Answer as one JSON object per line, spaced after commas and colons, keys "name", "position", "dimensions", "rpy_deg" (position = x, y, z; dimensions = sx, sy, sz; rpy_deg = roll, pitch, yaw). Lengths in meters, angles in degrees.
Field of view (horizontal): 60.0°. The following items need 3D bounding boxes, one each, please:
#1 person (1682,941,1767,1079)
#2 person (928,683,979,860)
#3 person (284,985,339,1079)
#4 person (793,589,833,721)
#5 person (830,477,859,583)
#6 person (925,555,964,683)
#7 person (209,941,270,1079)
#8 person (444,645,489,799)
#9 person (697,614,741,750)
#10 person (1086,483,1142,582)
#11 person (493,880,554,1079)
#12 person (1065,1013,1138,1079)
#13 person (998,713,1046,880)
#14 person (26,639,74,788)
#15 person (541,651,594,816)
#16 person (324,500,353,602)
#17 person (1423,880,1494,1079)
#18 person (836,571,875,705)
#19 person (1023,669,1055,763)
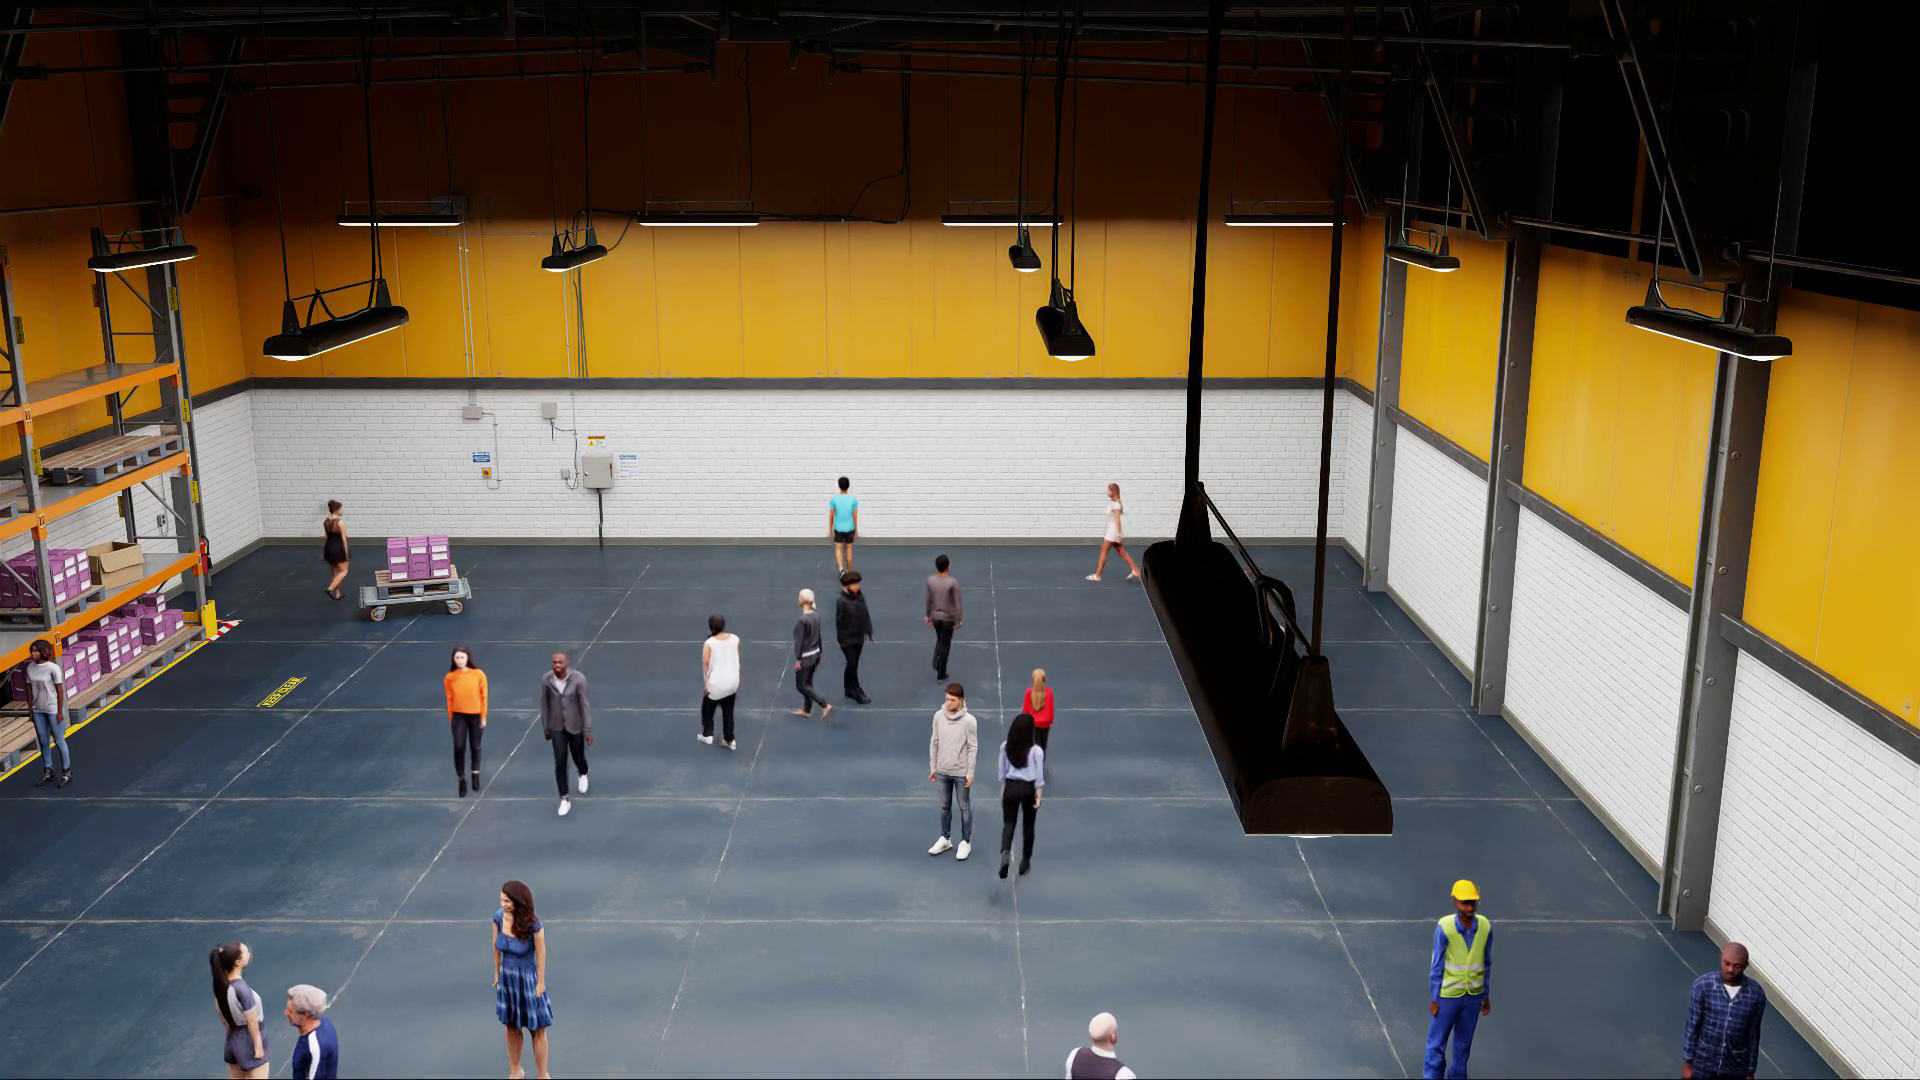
{"name": "person", "position": [5.351, 3.657, 11.748], "dimensions": [0.707, 1.819, 0.668], "rpy_deg": [3, 14, 12]}
{"name": "person", "position": [-0.047, 2.348, 17.082], "dimensions": [0.750, 1.852, 0.729], "rpy_deg": [6, 15, 25]}
{"name": "person", "position": [-4.263, 3.806, 11.097], "dimensions": [0.798, 1.835, 0.681], "rpy_deg": [-6, 15, -23]}
{"name": "person", "position": [-1.864, 1.472, 21.002], "dimensions": [0.905, 1.710, 0.923], "rpy_deg": [7, 15, 28]}
{"name": "person", "position": [-1.924, -0.155, 27.608], "dimensions": [0.693, 1.763, 0.975], "rpy_deg": [-2, 14, -7]}
{"name": "person", "position": [-0.269, 1.085, 22.501], "dimensions": [0.770, 1.756, 0.793], "rpy_deg": [4, 14, 18]}
{"name": "person", "position": [-5.196, 3.670, 12.052], "dimensions": [0.675, 1.650, 0.701], "rpy_deg": [9, 17, 34]}
{"name": "person", "position": [-5.554, 1.991, 18.810], "dimensions": [0.710, 1.732, 0.796], "rpy_deg": [-3, 14, -14]}
{"name": "person", "position": [-2.865, 1.725, 20.045], "dimensions": [0.882, 1.668, 0.956], "rpy_deg": [-10, 17, -36]}
{"name": "person", "position": [2.654, -0.099, 27.614], "dimensions": [0.635, 1.651, 1.083], "rpy_deg": [0, 14, -1]}
{"name": "person", "position": [-3.352, 3.437, 12.682], "dimensions": [0.749, 1.805, 0.724], "rpy_deg": [6, 15, 23]}
{"name": "person", "position": [0.906, 3.903, 10.733], "dimensions": [0.768, 1.817, 0.815], "rpy_deg": [12, 18, 41]}
{"name": "person", "position": [0.568, 2.570, 16.437], "dimensions": [0.799, 1.725, 1.007], "rpy_deg": [4, 14, 16]}
{"name": "person", "position": [-10.401, 1.961, 18.963], "dimensions": [0.610, 1.720, 0.566], "rpy_deg": [2, 14, 8]}
{"name": "person", "position": [-4.312, 2.068, 18.388], "dimensions": [0.764, 1.781, 1.130], "rpy_deg": [-1, 14, -3]}
{"name": "person", "position": [-9.923, 0.204, 26.328], "dimensions": [0.736, 1.668, 0.893], "rpy_deg": [4, 14, 15]}
{"name": "person", "position": [3.791, 3.438, 12.663], "dimensions": [0.711, 1.812, 0.647], "rpy_deg": [-3, 14, -12]}
{"name": "person", "position": [-1.470, 1.247, 21.827], "dimensions": [0.976, 1.758, 0.929], "rpy_deg": [12, 18, 40]}
{"name": "person", "position": [0.909, 2.141, 19.218], "dimensions": [0.523, 1.249, 0.886], "rpy_deg": [-1, 14, -2]}
